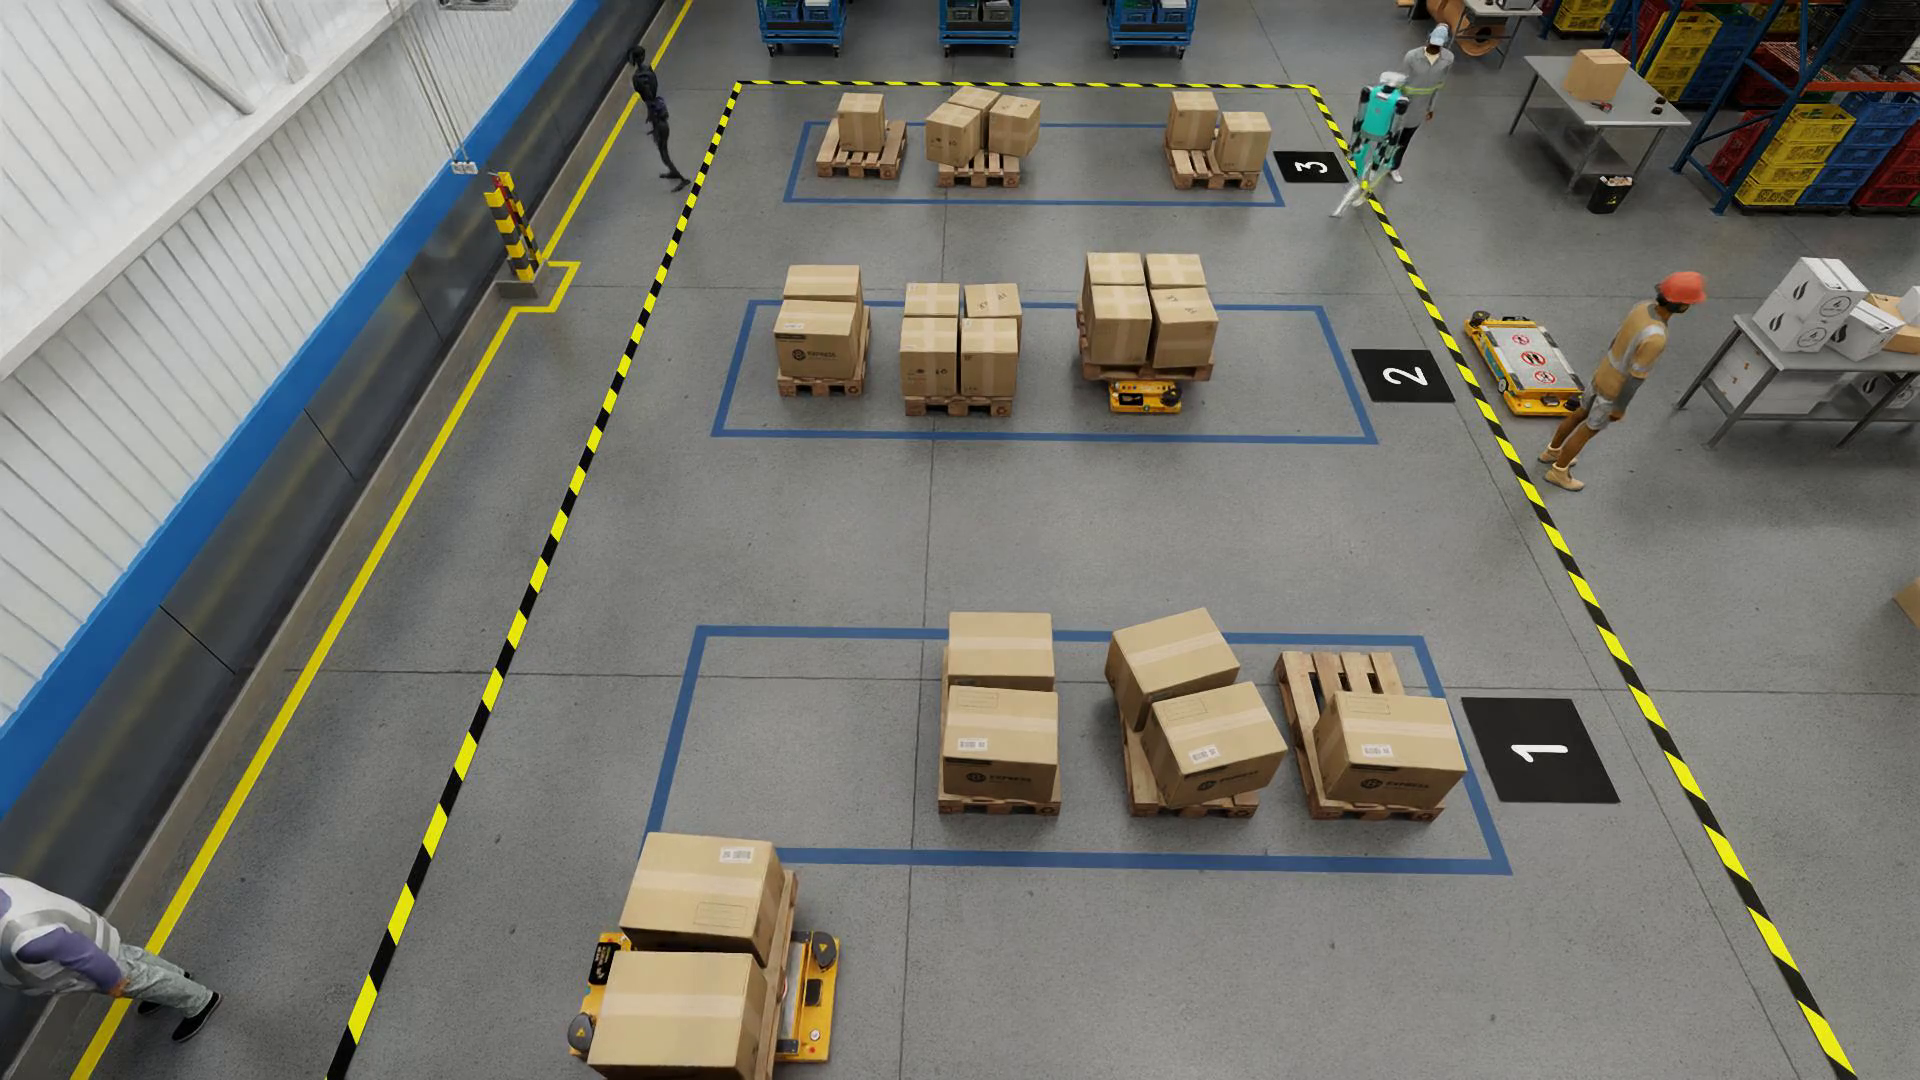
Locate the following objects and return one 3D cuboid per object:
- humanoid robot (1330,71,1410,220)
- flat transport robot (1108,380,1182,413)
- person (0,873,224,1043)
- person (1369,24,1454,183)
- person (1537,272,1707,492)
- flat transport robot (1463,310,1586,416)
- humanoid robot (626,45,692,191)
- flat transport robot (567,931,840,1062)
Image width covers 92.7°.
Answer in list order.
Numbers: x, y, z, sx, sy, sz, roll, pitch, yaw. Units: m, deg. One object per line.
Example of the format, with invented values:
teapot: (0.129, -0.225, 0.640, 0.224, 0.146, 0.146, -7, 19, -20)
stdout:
humanoid robot: (4.739, -4.490, 10.444, 0.535, 1.729, 1.029, 36, 58, 27)
flat transport robot: (1.773, -1.807, 9.079, 0.652, 0.197, 1.431, 1, 49, 1)
person: (-4.503, 2.125, 4.660, 0.602, 1.827, 0.404, 23, 53, 18)
person: (5.430, -5.201, 10.991, 0.588, 1.848, 0.405, 1, 49, 1)
person: (5.354, -1.273, 7.461, 0.366, 2.048, 0.606, 12, 50, 10)
flat transport robot: (5.573, -1.757, 9.054, 0.659, 0.231, 1.431, 1, 49, 1)
humanoid robot: (-3.613, -5.056, 10.975, 0.393, 1.639, 0.599, -17, 51, -14)
flat transport robot: (-1.445, 2.600, 5.265, 1.431, 0.197, 0.652, 1, 49, 1)
